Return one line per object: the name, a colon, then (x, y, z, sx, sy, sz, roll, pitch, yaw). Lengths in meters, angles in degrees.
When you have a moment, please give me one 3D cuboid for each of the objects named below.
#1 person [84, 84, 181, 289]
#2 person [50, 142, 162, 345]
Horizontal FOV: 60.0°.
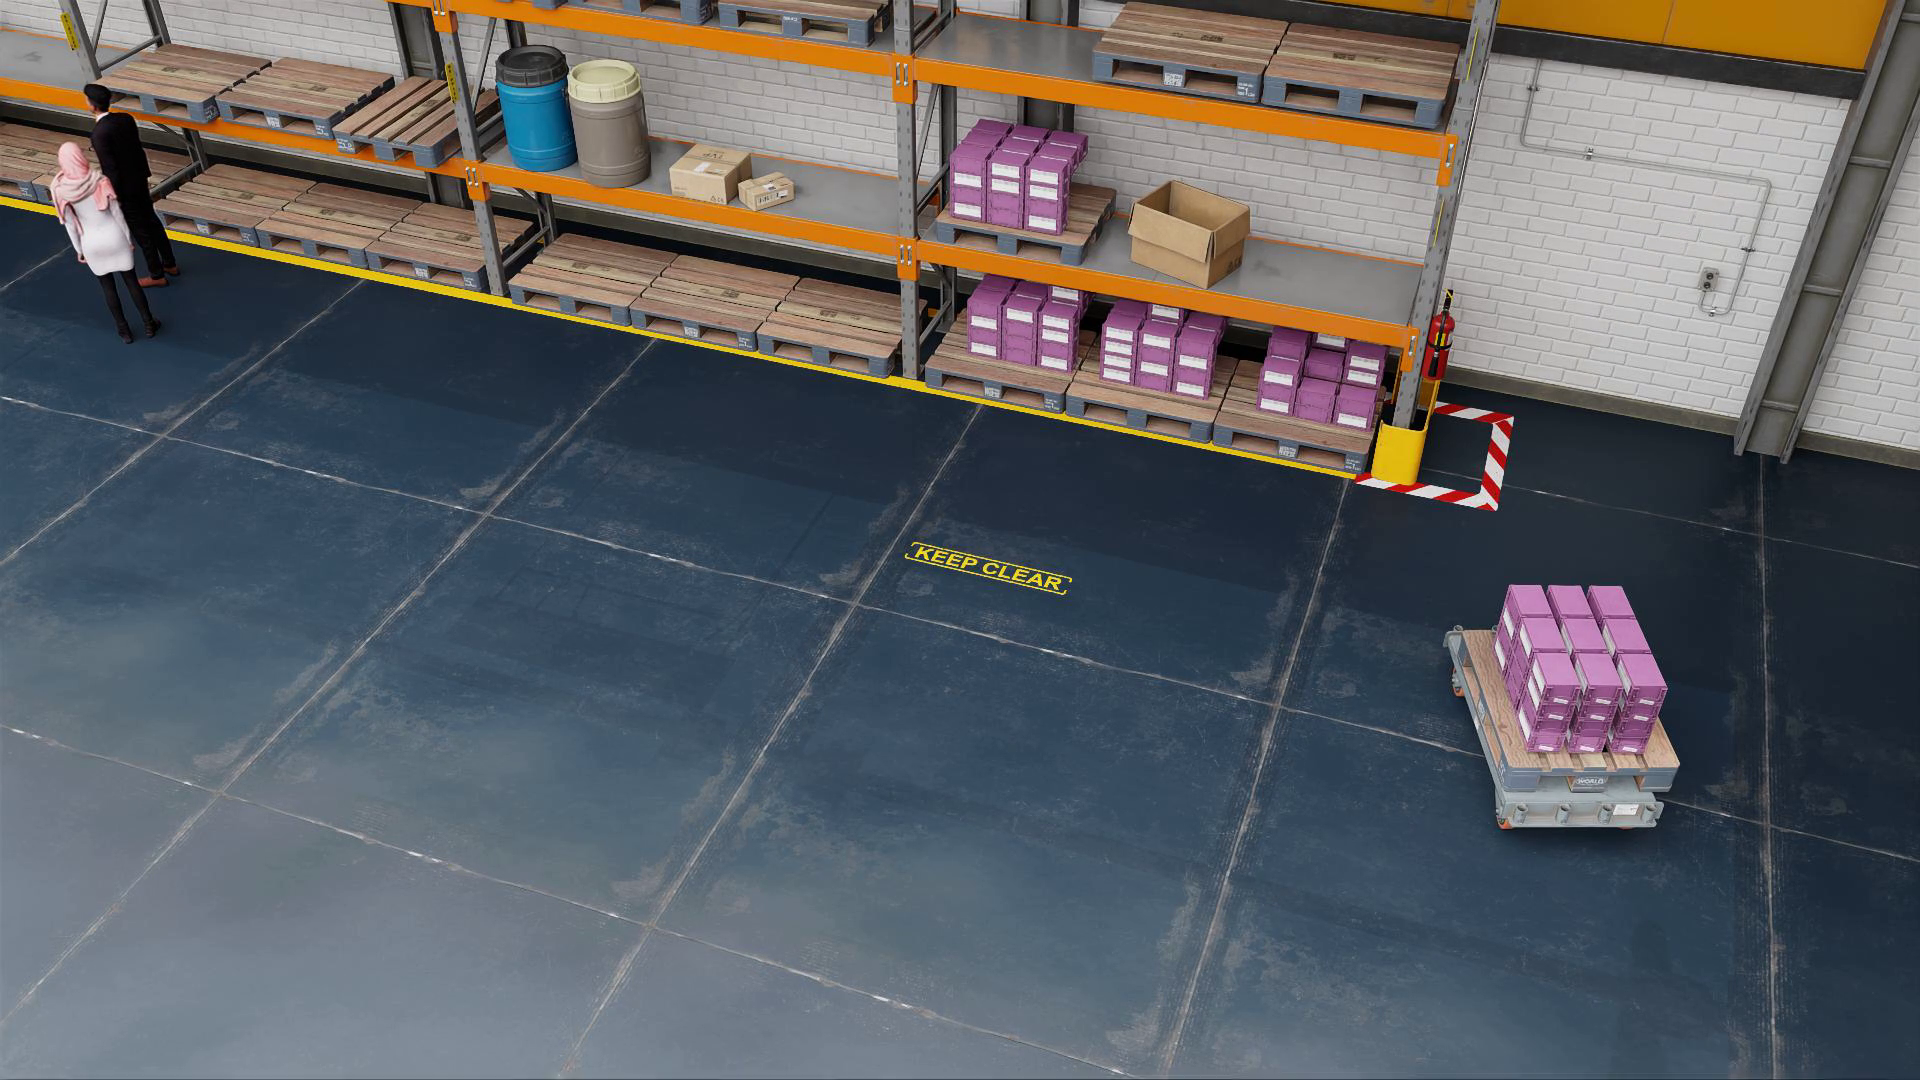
person: (-7.321, -3.123, 14.652, 0.623, 1.882, 0.746, 5, 39, 6)
person: (-7.161, -2.481, 13.912, 0.721, 1.803, 0.785, -16, 41, -19)
